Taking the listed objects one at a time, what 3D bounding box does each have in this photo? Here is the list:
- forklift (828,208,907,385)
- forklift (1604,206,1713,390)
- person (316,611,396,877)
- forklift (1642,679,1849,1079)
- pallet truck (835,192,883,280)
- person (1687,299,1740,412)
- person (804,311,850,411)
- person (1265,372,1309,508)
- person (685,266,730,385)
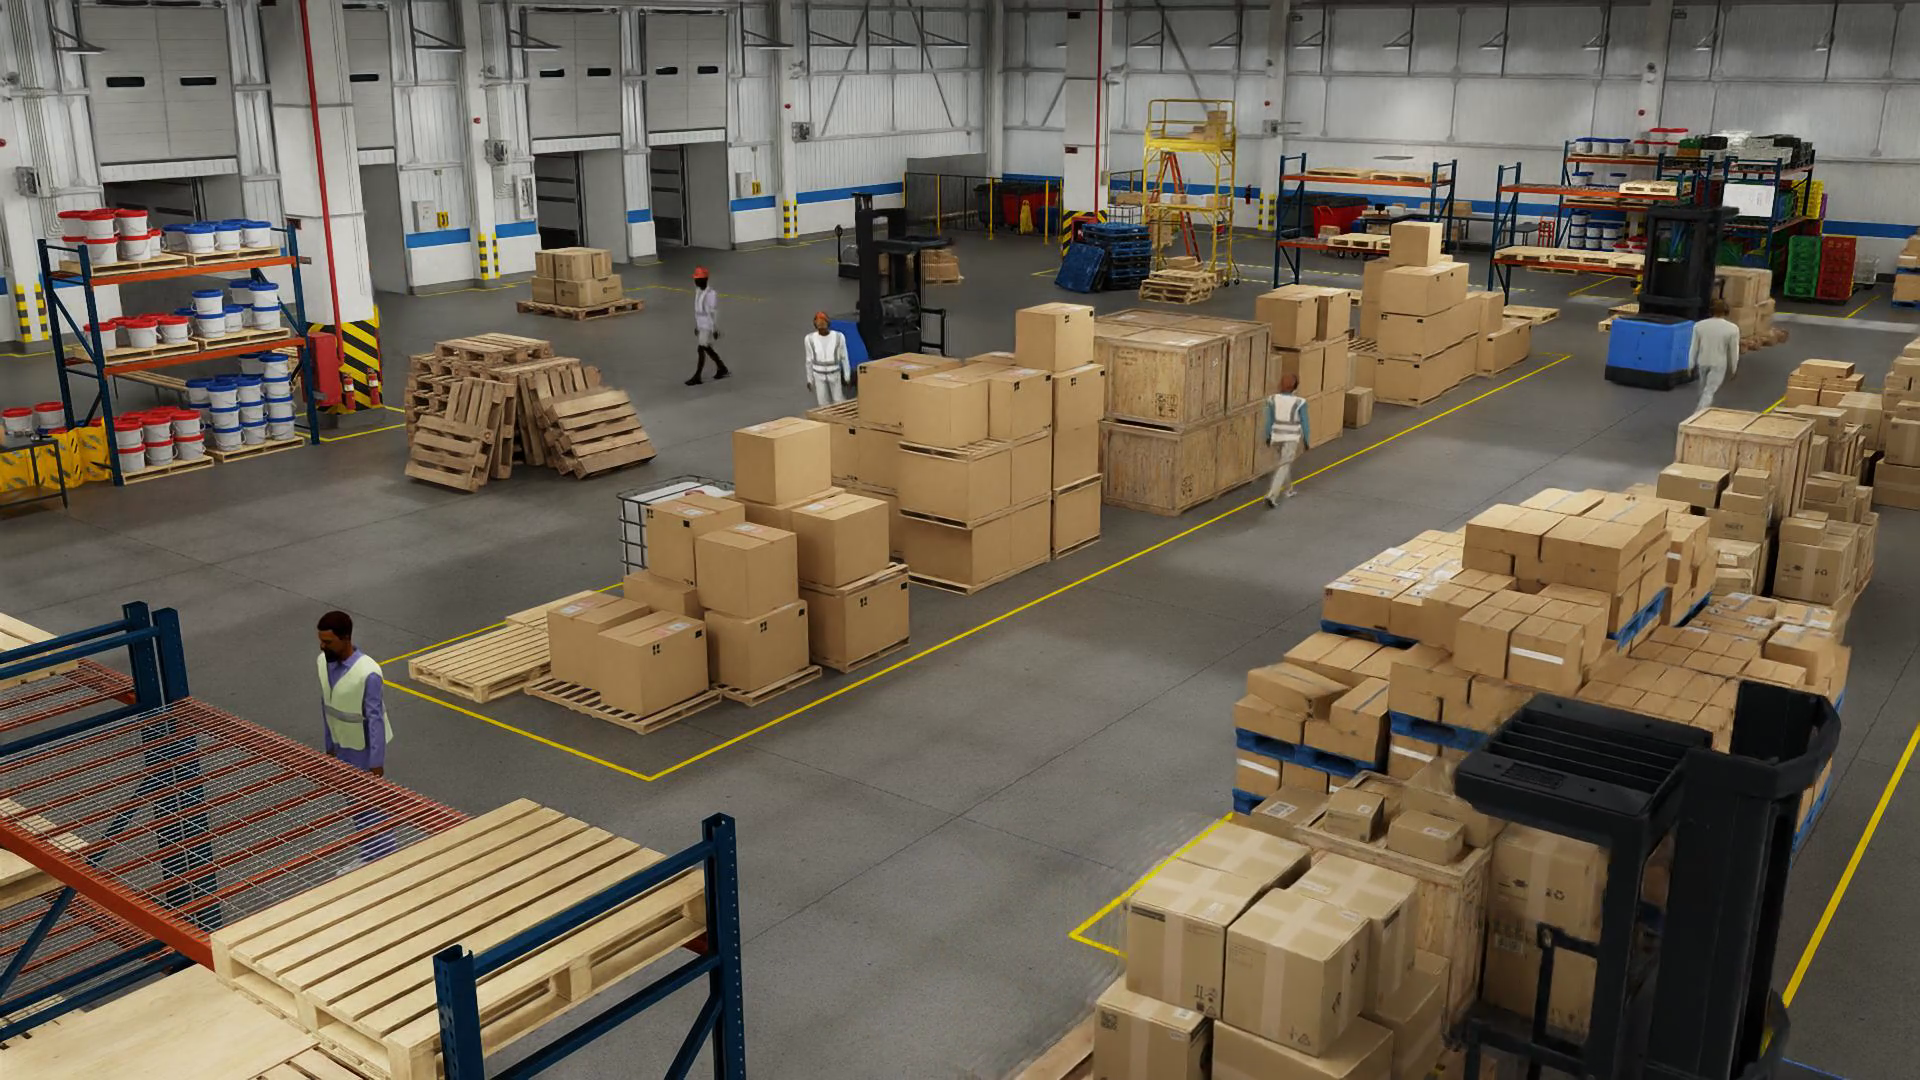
[{"bbox_3d":[-1.250,-3.861,26.558,1.873,2.768,1.129,12,21,35],"label":"forklift"},{"bbox_3d":[11.475,-3.968,26.914,1.873,2.768,1.129,-15,23,-41],"label":"forklift"},{"bbox_3d":[-3.968,1.358,10.940,0.591,1.909,0.409,12,21,35],"label":"person"},{"bbox_3d":[3.191,2.041,7.014,1.873,2.768,1.129,12,21,35],"label":"forklift"},{"bbox_3d":[-1.936,-7.159,38.982,1.885,1.965,0.823,-12,21,-34],"label":"pallet truck"},{"bbox_3d":[10.695,-2.475,23.666,1.040,1.893,0.641,-16,23,-42],"label":"person"},{"bbox_3d":[-1.832,-2.250,22.961,0.596,1.861,0.485,1,17,3],"label":"person"},{"bbox_3d":[3.896,-1.206,19.943,0.528,1.603,0.829,14,22,39],"label":"person"},{"bbox_3d":[-4.124,-3.498,27.021,0.872,1.908,0.557,-12,20,-34],"label":"person"}]
